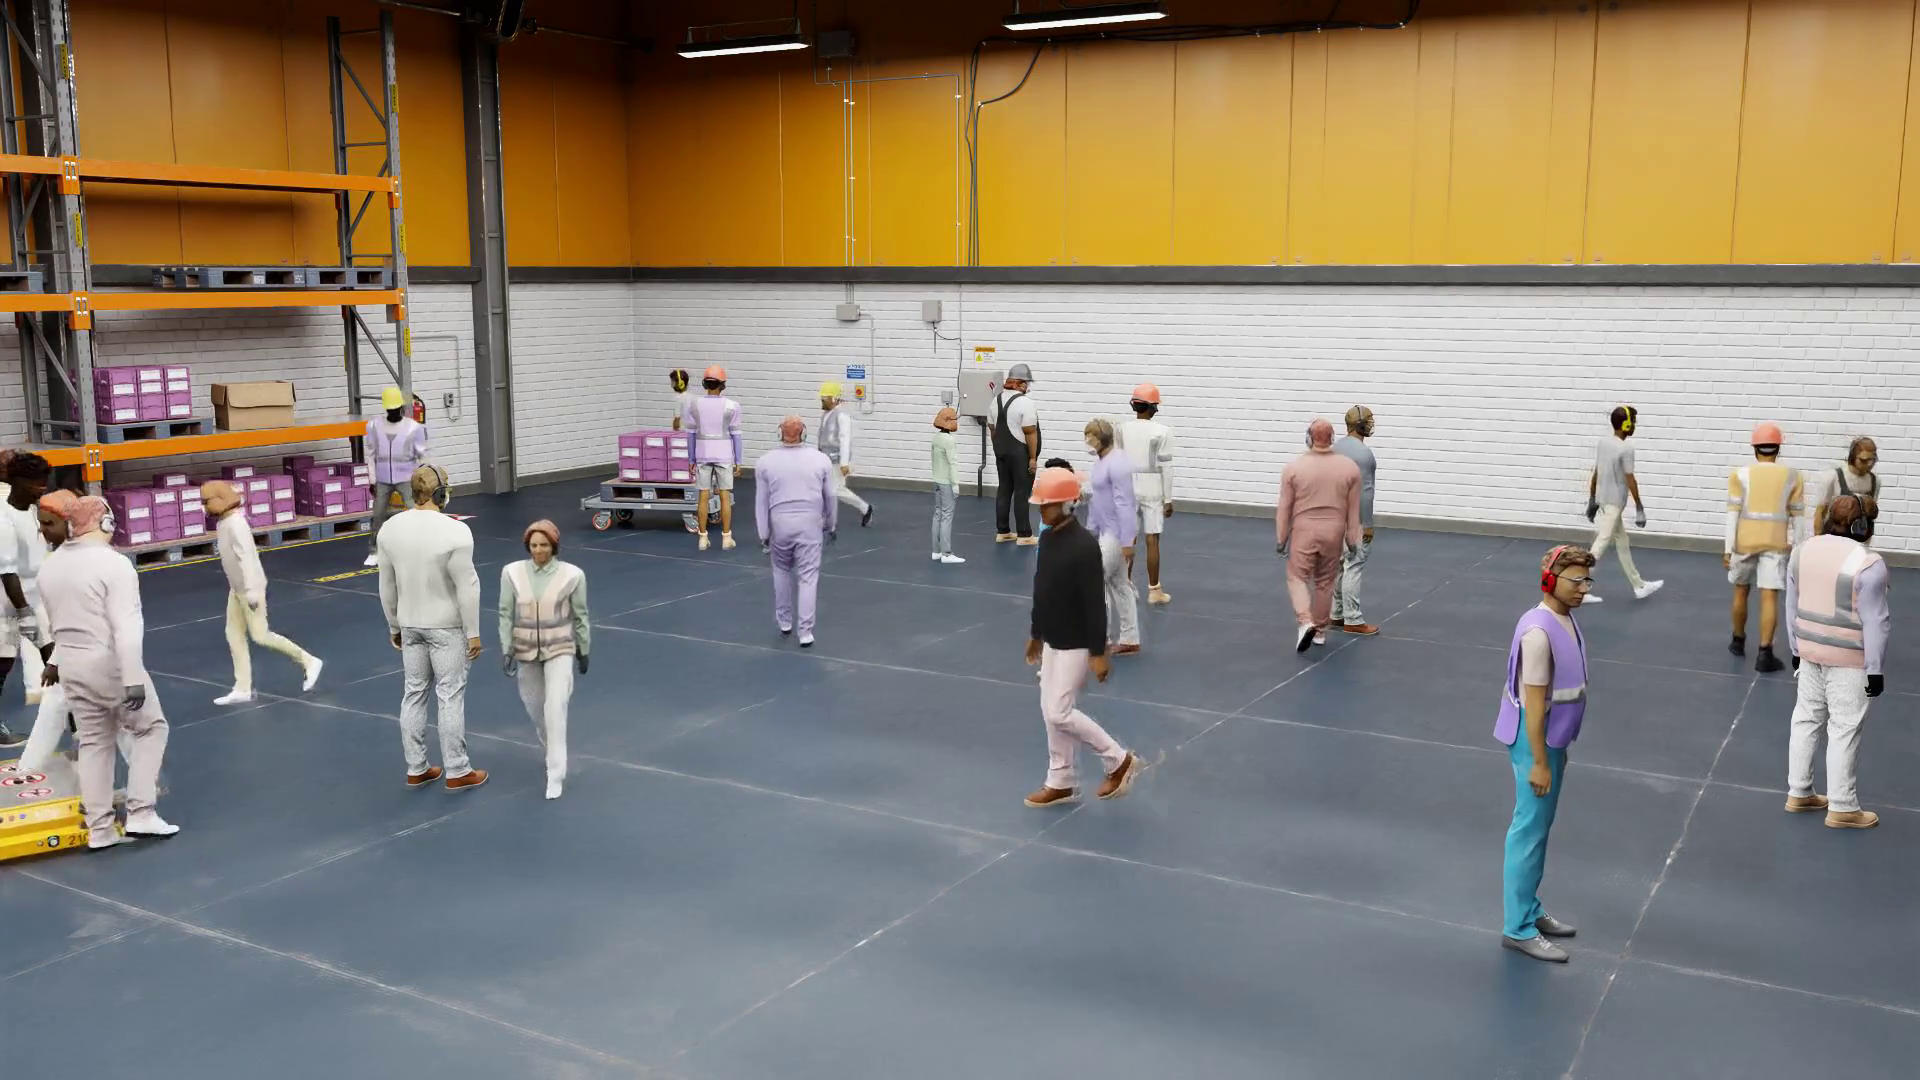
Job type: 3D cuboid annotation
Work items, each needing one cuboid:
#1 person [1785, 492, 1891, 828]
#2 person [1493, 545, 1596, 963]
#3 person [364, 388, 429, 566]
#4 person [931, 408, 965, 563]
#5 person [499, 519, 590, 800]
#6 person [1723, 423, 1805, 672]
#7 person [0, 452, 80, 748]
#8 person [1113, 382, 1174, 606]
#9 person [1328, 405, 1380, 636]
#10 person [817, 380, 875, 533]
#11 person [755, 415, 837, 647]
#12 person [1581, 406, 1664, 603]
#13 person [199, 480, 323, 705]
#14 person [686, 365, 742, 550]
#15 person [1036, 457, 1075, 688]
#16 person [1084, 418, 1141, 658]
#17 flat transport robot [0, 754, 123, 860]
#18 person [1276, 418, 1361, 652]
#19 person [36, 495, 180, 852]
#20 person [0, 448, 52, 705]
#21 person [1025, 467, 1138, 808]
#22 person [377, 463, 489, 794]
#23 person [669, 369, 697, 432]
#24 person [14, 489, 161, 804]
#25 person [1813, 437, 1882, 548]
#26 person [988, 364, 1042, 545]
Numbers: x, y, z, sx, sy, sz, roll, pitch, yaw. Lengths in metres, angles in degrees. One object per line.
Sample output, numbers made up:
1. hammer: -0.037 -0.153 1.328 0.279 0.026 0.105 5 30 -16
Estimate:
1. person: 4.853 0.651 9.176 0.429 1.842 0.635 -3 10 -17
2. person: 2.608 0.928 7.454 0.396 1.839 0.564 5 10 29
3. person: -5.807 -0.640 17.156 0.716 1.888 0.516 0 9 -3
4. person: -0.141 -0.579 17.500 0.270 1.632 0.508 -4 10 -24
5. person: -2.446 0.657 9.876 0.495 1.602 0.782 0 9 0
6. person: 6.239 0.046 12.908 0.563 1.877 0.848 4 10 21
7. person: -5.868 0.390 10.571 0.938 1.912 0.633 -1 9 -7
8. person: 1.679 -0.420 15.233 0.608 2.045 0.392 6 11 31
9. person: 3.310 -0.169 13.993 0.371 1.941 0.627 -2 9 -12
10. person: -1.388 -0.965 19.381 0.666 1.809 0.613 -5 10 -26
11. person: -1.346 -0.098 13.774 0.660 1.871 0.923 0 9 -2
12. person: 6.085 -0.315 15.272 0.976 1.815 0.558 -1 9 -7
13. person: -4.978 0.350 11.794 0.667 1.595 0.533 -7 12 -38
14. person: -2.691 -0.903 18.280 0.604 2.039 0.401 0 9 2
15. person: 0.713 0.241 12.186 0.316 1.697 0.540 0 9 1
16. person: 1.115 -0.006 13.066 0.709 1.904 0.654 -1 9 -6
17. flat transport robot: -5.134 1.434 9.179 0.652 0.197 1.431 -7 11 -37
18. person: 2.867 -0.040 13.347 0.664 1.888 0.753 0 9 -1
19. person: -4.471 0.699 8.799 0.708 1.873 0.570 4 10 23
20. person: -6.620 0.269 11.622 0.517 1.820 0.627 -9 13 -43
21. person: 0.630 0.558 9.350 0.560 1.972 0.644 -3 10 -19
22. person: -3.073 0.516 9.716 0.638 1.938 0.357 3 10 18
23. person: -3.416 -1.243 21.054 0.797 1.838 0.518 3 10 18
24. person: -5.015 0.640 9.292 0.564 1.831 0.962 9 12 43
25. person: 7.033 0.055 13.198 0.518 1.743 1.080 -2 9 -13
26. person: 0.667 -0.972 18.688 0.535 2.000 0.687 -7 12 -39
